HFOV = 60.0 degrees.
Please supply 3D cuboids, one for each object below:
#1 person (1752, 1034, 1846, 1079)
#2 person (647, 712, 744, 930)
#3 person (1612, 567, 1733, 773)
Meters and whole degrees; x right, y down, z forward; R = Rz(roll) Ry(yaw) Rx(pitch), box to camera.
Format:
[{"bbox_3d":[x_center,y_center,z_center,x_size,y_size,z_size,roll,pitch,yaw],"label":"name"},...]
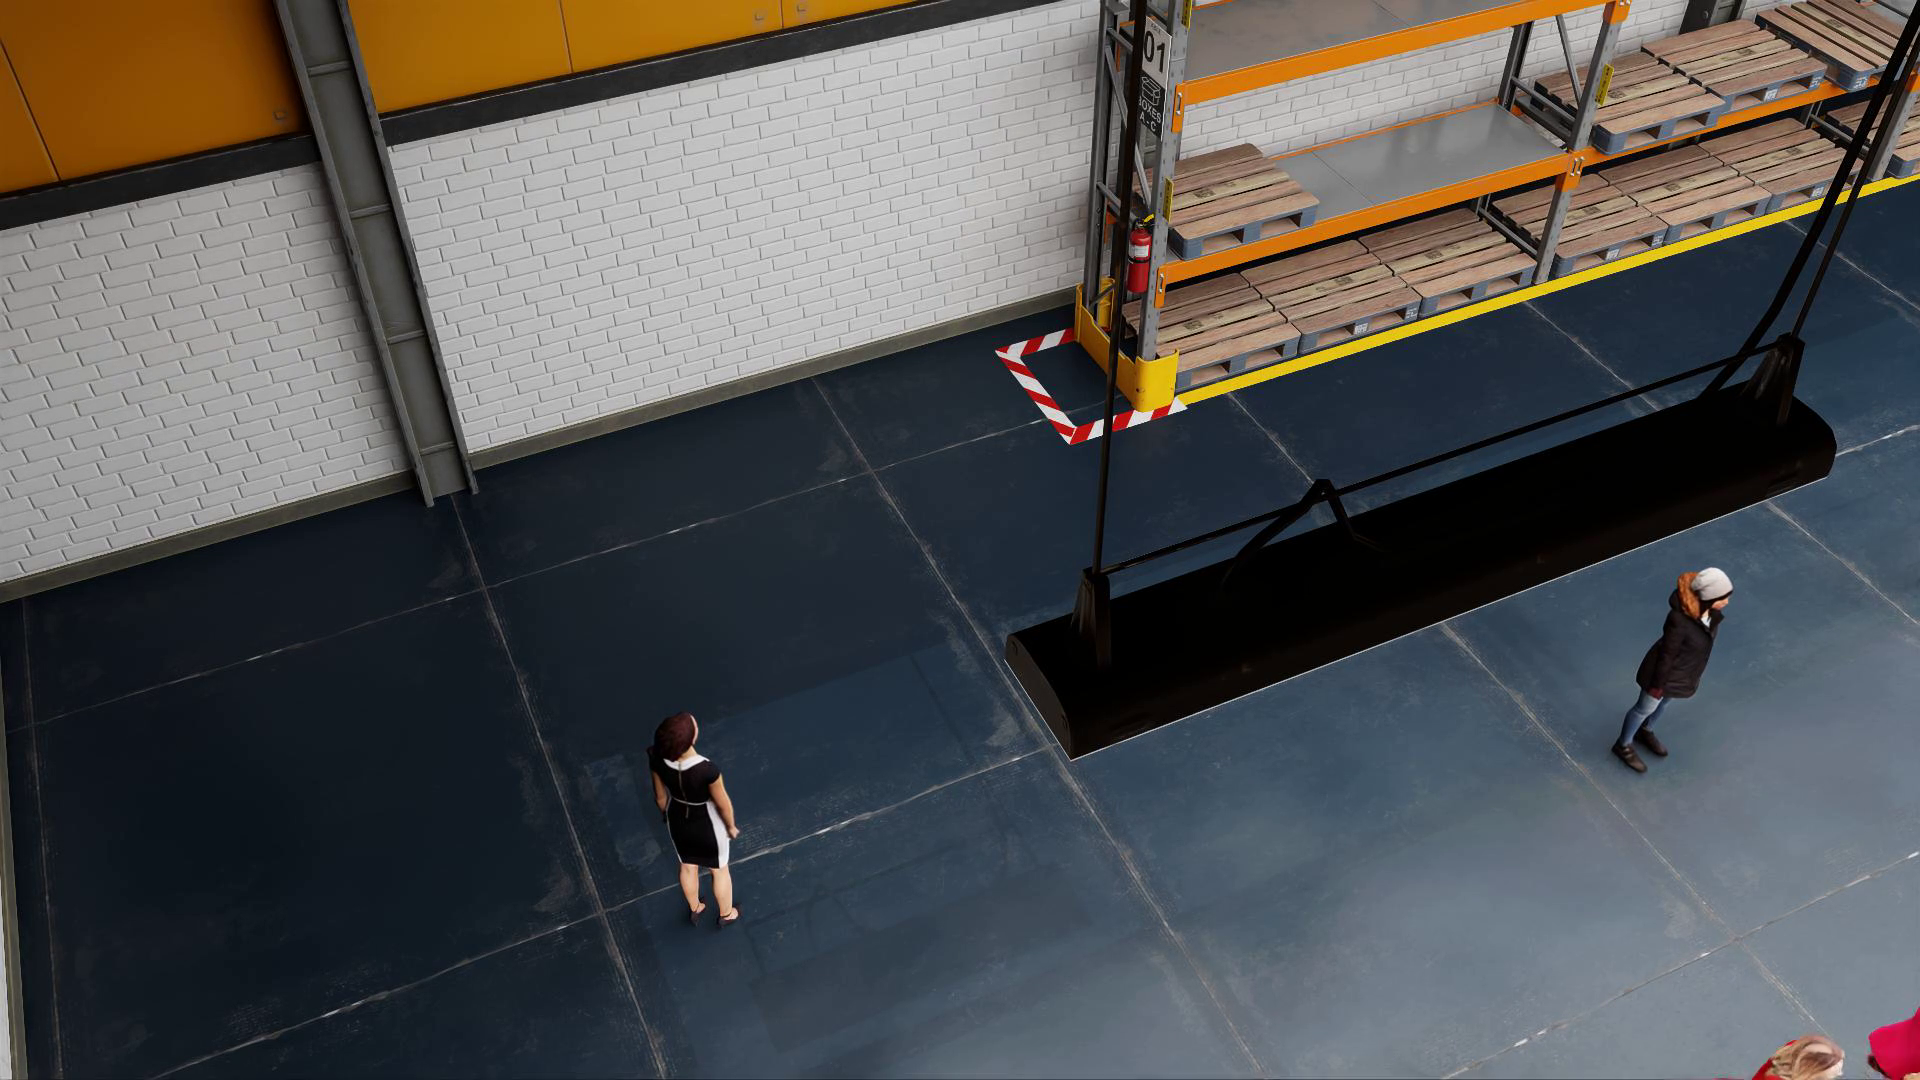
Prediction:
[{"bbox_3d":[3.760,2.813,8.085,1.017,1.659,1.142,30,51,28],"label":"person"},{"bbox_3d":[-1.463,1.588,9.271,0.622,1.796,0.704,11,45,11],"label":"person"},{"bbox_3d":[4.386,0.769,10.247,0.598,1.636,0.731,-27,50,-25],"label":"person"}]
